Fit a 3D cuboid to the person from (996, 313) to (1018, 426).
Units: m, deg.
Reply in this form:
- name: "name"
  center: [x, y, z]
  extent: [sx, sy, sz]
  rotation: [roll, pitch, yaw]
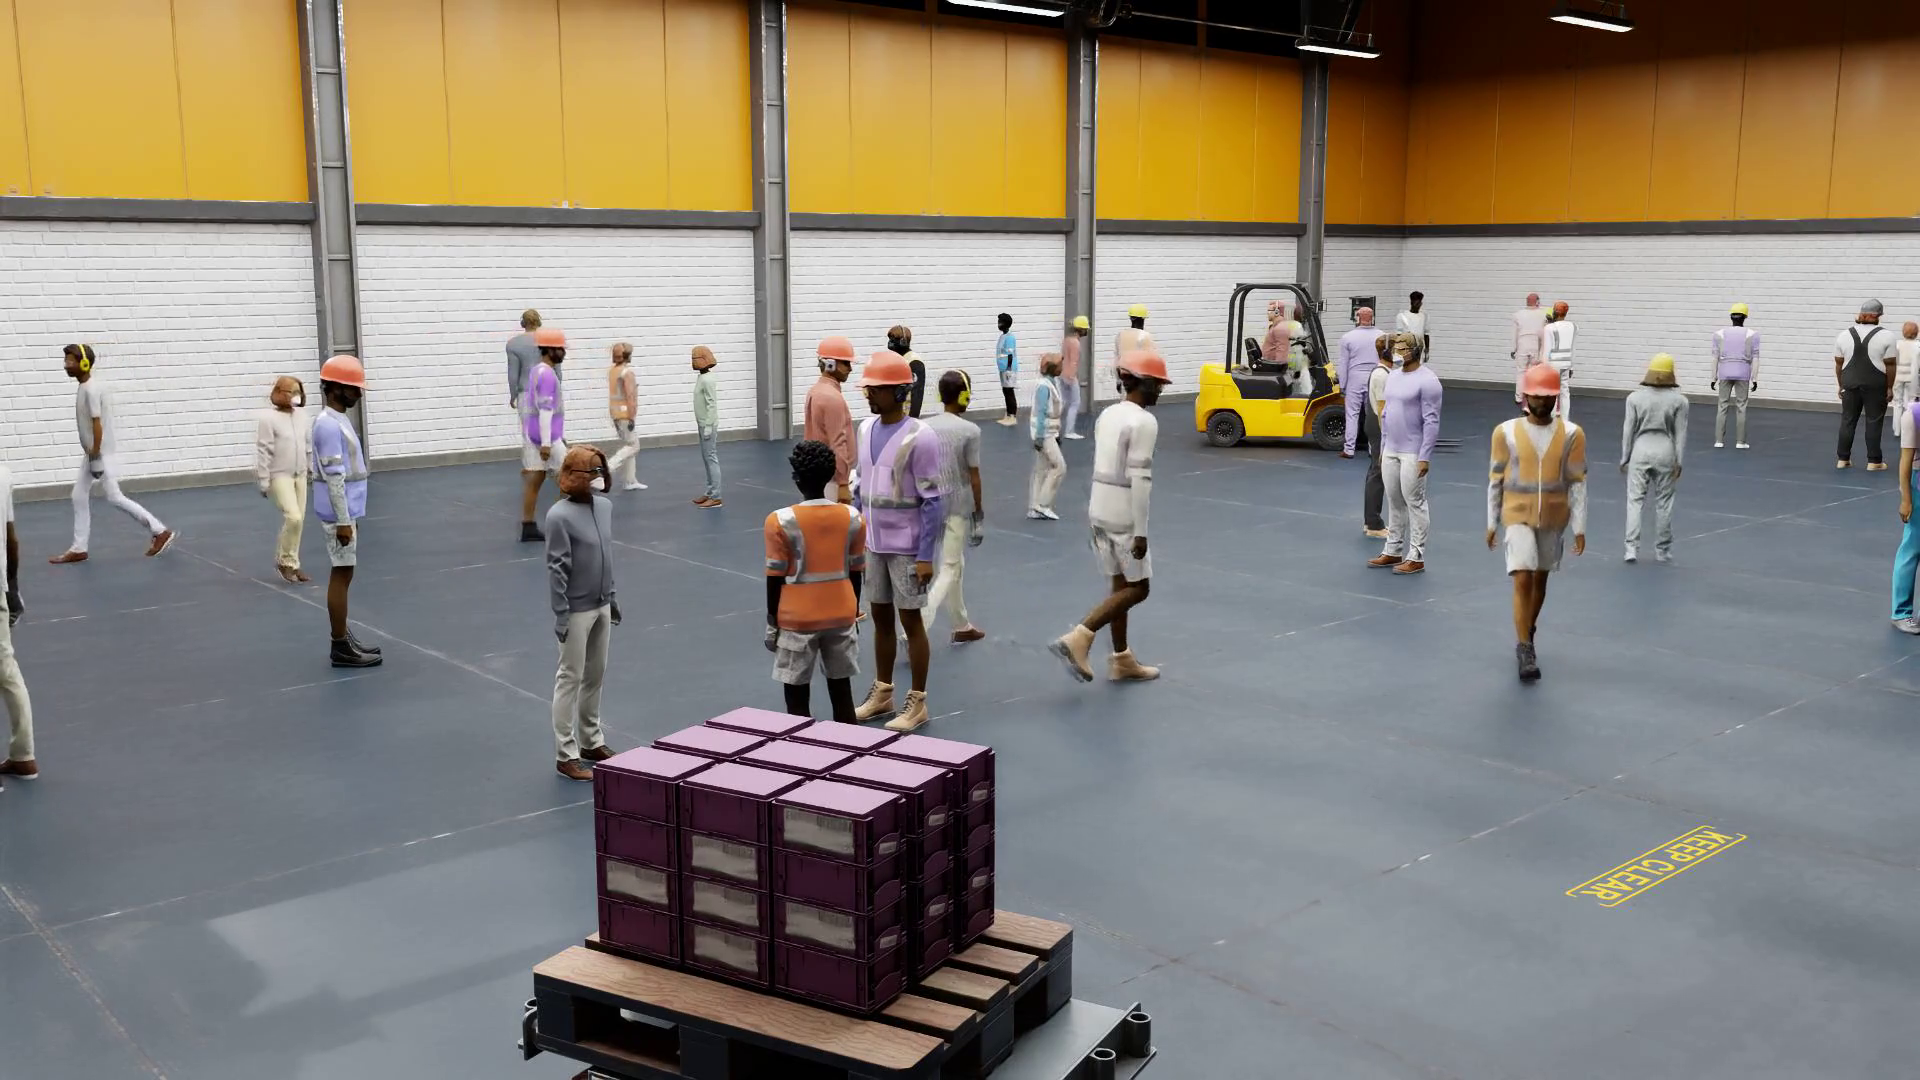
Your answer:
- name: "person"
  center: [0.699, -2.552, 24.914]
  extent: [0.321, 1.690, 0.536]
  rotation: [-2, 10, -14]

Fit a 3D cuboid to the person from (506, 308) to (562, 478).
- name: "person"
  center: [-4.878, -1.682, 19.091]
  extent: [0.631, 1.939, 0.372]
  rotation: [-5, 11, -27]

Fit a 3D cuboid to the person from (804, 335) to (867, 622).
- name: "person"
  center: [-0.887, -0.425, 11.585]
  extent: [0.392, 1.988, 0.609]
  rotation: [-4, 10, -21]

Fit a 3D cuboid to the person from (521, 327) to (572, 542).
- name: "person"
  center: [-3.540, -0.933, 14.794]
  extent: [0.883, 1.899, 0.564]
  rotation: [-4, 11, -24]

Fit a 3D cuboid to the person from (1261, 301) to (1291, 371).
- name: "person"
  center: [4.430, -2.407, 23.421]
  extent: [0.409, 1.906, 0.652]
  rotation: [1, 10, 8]

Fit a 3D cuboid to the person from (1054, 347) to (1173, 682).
- name: "person"
  center: [0.915, -0.122, 9.763]
  extent: [0.704, 2.011, 0.620]
  rotation: [-4, 11, -24]

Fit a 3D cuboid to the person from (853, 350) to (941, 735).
- name: "person"
  center: [-0.368, 0.015, 8.841]
  extent: [0.391, 2.045, 0.608]
  rotation: [-9, 13, -41]

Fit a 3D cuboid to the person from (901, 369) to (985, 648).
- name: "person"
  center: [-0.104, -0.169, 10.587]
  extent: [0.529, 1.829, 0.913]
  rotation: [7, 12, 37]

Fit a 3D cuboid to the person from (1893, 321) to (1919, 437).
- name: "person"
  center: [13.259, -2.246, 23.311]
  extent: [0.516, 1.623, 0.381]
  rotation: [6, 11, 30]

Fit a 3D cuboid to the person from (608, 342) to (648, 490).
- name: "person"
  center: [-3.647, -1.315, 17.866]
  extent: [0.551, 1.620, 0.517]
  rotation: [-7, 12, -34]

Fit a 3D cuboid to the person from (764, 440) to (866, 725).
- name: "person"
  center: [-0.672, 0.376, 7.768]
  extent: [0.530, 1.689, 0.321]
  rotation: [-7, 12, -34]

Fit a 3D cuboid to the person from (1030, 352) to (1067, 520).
- name: "person"
  center: [0.863, -0.982, 15.899]
  extent: [0.426, 1.619, 0.537]
  rotation: [2, 10, 10]

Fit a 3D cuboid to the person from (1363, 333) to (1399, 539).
- name: "person"
  center: [3.813, -0.934, 14.975]
  extent: [0.344, 1.847, 0.504]
  rotation: [2, 10, 10]

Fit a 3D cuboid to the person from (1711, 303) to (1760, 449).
- name: "person"
  center: [10.191, -2.150, 21.884]
  extent: [0.585, 1.918, 0.382]
  rotation: [6, 12, 33]

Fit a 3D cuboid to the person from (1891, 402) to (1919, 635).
- name: "person"
  center: [6.561, -0.292, 11.215]
  extent: [0.566, 1.847, 0.389]
  rotation: [-3, 10, -16]

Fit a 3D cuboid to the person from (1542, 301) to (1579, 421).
- name: "person"
  center: [8.608, -2.487, 23.961]
  extent: [0.579, 1.884, 0.352]
  rotation: [-4, 10, -22]

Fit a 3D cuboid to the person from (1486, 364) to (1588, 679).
- name: "person"
  center: [3.521, -0.126, 10.144]
  extent: [0.561, 1.884, 0.980]
  rotation: [2, 10, 11]

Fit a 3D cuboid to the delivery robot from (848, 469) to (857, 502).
- name: "delivery robot"
  center: [-1.204, -0.552, 16.241]
  extent: [0.477, 0.478, 0.707]
  rotation: [1, 10, 6]

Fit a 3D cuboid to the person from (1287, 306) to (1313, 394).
- name: "person"
  center: [5.085, -2.592, 24.839]
  extent: [0.961, 1.791, 0.646]
  rotation: [-3, 10, -17]

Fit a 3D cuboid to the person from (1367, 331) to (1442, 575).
- name: "person"
  center: [3.567, -0.695, 13.309]
  extent: [0.373, 1.940, 0.629]
  rotation: [-4, 11, -23]

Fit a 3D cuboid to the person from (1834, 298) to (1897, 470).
- name: "person"
  center: [10.792, -1.853, 19.790]
  extent: [0.538, 2.000, 0.684]
  rotation: [-8, 13, -40]

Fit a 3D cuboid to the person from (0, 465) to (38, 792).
- name: "person"
  center: [-4.667, 0.272, 7.862]
  extent: [0.310, 1.865, 0.532]
  rotation: [3, 10, 16]

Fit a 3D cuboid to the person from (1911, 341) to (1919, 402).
- name: "person"
  center: [11.591, -1.742, 19.718]
  extent: [0.575, 1.834, 0.760]
  rotation: [2, 10, 10]

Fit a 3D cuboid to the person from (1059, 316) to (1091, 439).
- name: "person"
  center: [1.467, -2.248, 23.057]
  extent: [0.676, 1.719, 0.532]
  rotation: [-2, 10, -11]

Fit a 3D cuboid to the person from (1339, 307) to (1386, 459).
- name: "person"
  center: [5.054, -1.962, 20.850]
  extent: [0.646, 1.899, 0.403]
  rotation: [0, 10, -2]

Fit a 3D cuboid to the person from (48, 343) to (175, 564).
- name: "person"
  center: [-7.099, -0.728, 13.836]
  extent: [0.906, 1.838, 0.527]
  rotation: [-7, 12, -35]

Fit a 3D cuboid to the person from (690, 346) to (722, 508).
- name: "person"
  center: [-2.576, -1.144, 16.829]
  extent: [0.266, 1.631, 0.507]
  rotation: [-3, 10, -16]

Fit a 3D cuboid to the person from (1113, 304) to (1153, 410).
- name: "person"
  center: [2.245, -2.067, 21.375]
  extent: [0.590, 1.926, 0.388]
  rotation: [9, 13, 42]

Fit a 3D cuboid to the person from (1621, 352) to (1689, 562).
- name: "person"
  center: [5.766, -0.682, 13.828]
  extent: [0.490, 1.750, 0.335]
  rotation: [4, 11, 23]

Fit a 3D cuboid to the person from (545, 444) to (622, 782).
- name: "person"
  center: [-1.827, 0.342, 8.127]
  extent: [0.265, 1.632, 0.507]
  rotation: [4, 10, 21]

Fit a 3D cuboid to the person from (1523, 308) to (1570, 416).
- name: "person"
  center: [9.273, -2.803, 26.272]
  extent: [0.892, 1.725, 0.538]
  rotation: [-6, 11, -29]

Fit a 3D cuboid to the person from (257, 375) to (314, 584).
- name: "person"
  center: [-5.166, -0.462, 12.864]
  extent: [0.423, 1.618, 0.533]
  rotation: [4, 11, 23]

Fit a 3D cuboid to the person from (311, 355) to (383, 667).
- name: "person"
  center: [-3.805, -0.178, 10.308]
  extent: [0.367, 1.930, 0.542]
  rotation: [-3, 10, -18]

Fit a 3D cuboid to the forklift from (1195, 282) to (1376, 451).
- name: "forklift"
  center: [4.328, -2.346, 22.227]
  extent: [2.313, 2.155, 1.214]
  rotation: [3, 10, 16]

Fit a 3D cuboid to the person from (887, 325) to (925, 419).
- name: "person"
  center: [-0.606, -1.236, 16.758]
  extent: [0.429, 1.845, 0.621]
  rotation: [-6, 11, -30]

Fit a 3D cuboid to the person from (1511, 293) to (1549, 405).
- name: "person"
  center: [9.741, -3.255, 28.396]
  extent: [0.652, 1.904, 0.403]
  rotation: [4, 10, 22]

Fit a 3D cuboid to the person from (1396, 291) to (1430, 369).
- name: "person"
  center: [7.588, -3.191, 27.892]
  extent: [0.605, 1.956, 0.381]
  rotation: [-1, 10, -6]
